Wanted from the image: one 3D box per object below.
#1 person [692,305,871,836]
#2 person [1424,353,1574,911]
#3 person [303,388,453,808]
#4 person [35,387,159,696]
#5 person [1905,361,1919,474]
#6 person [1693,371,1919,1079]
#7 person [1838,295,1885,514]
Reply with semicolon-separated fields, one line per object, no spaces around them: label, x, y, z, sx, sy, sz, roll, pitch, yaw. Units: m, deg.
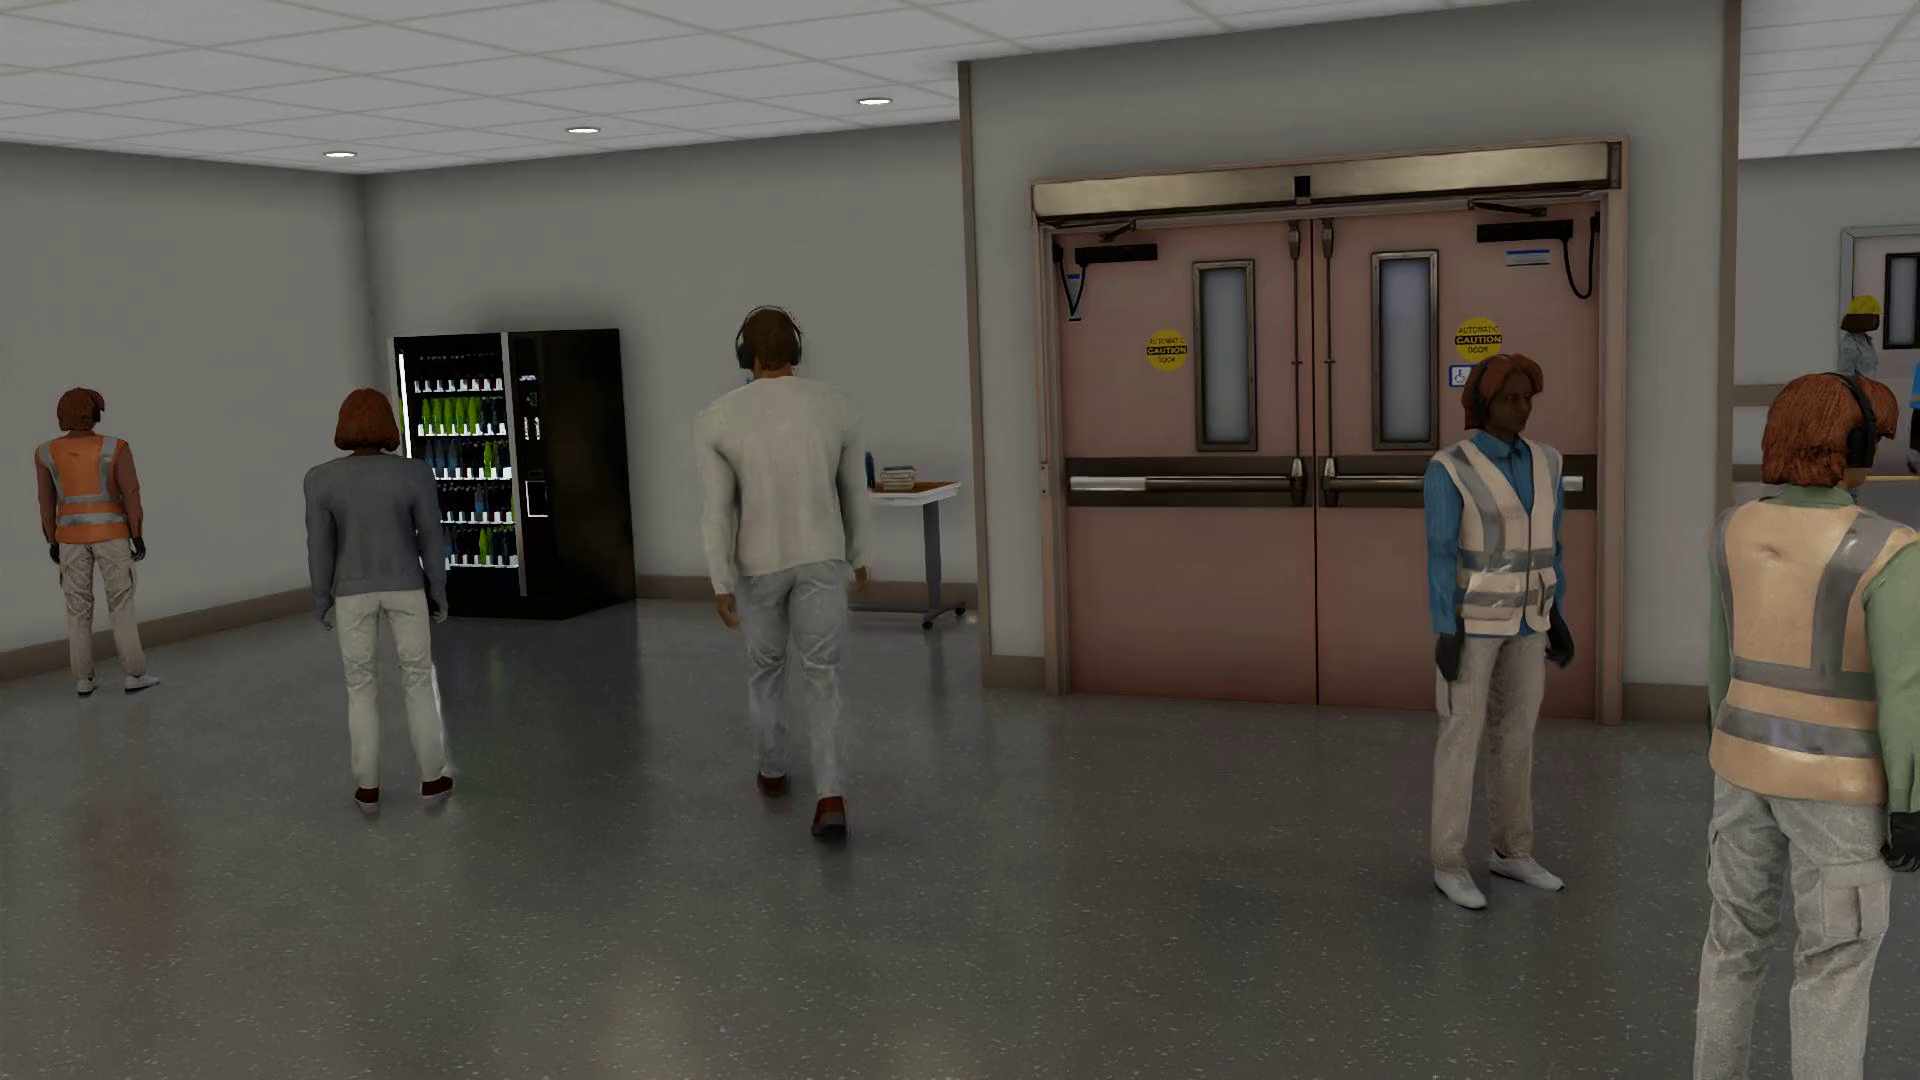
person;-0.618;0.097;6.033;0.635;1.896;1.022;-3;7;-8
person;1.606;0.264;4.985;0.516;1.640;0.311;-6;8;-26
person;-2.264;0.225;6.504;0.507;1.632;0.268;-4;8;-15
person;-4.604;0.011;8.852;0.513;1.641;0.309;-3;7;-6
person;5.722;-0.509;9.464;0.559;1.677;0.530;-1;8;10
person;1.673;0.488;3.290;0.318;1.630;0.514;-5;8;-20
person;6.951;-1.023;12.879;0.350;1.734;0.486;5;10;44
